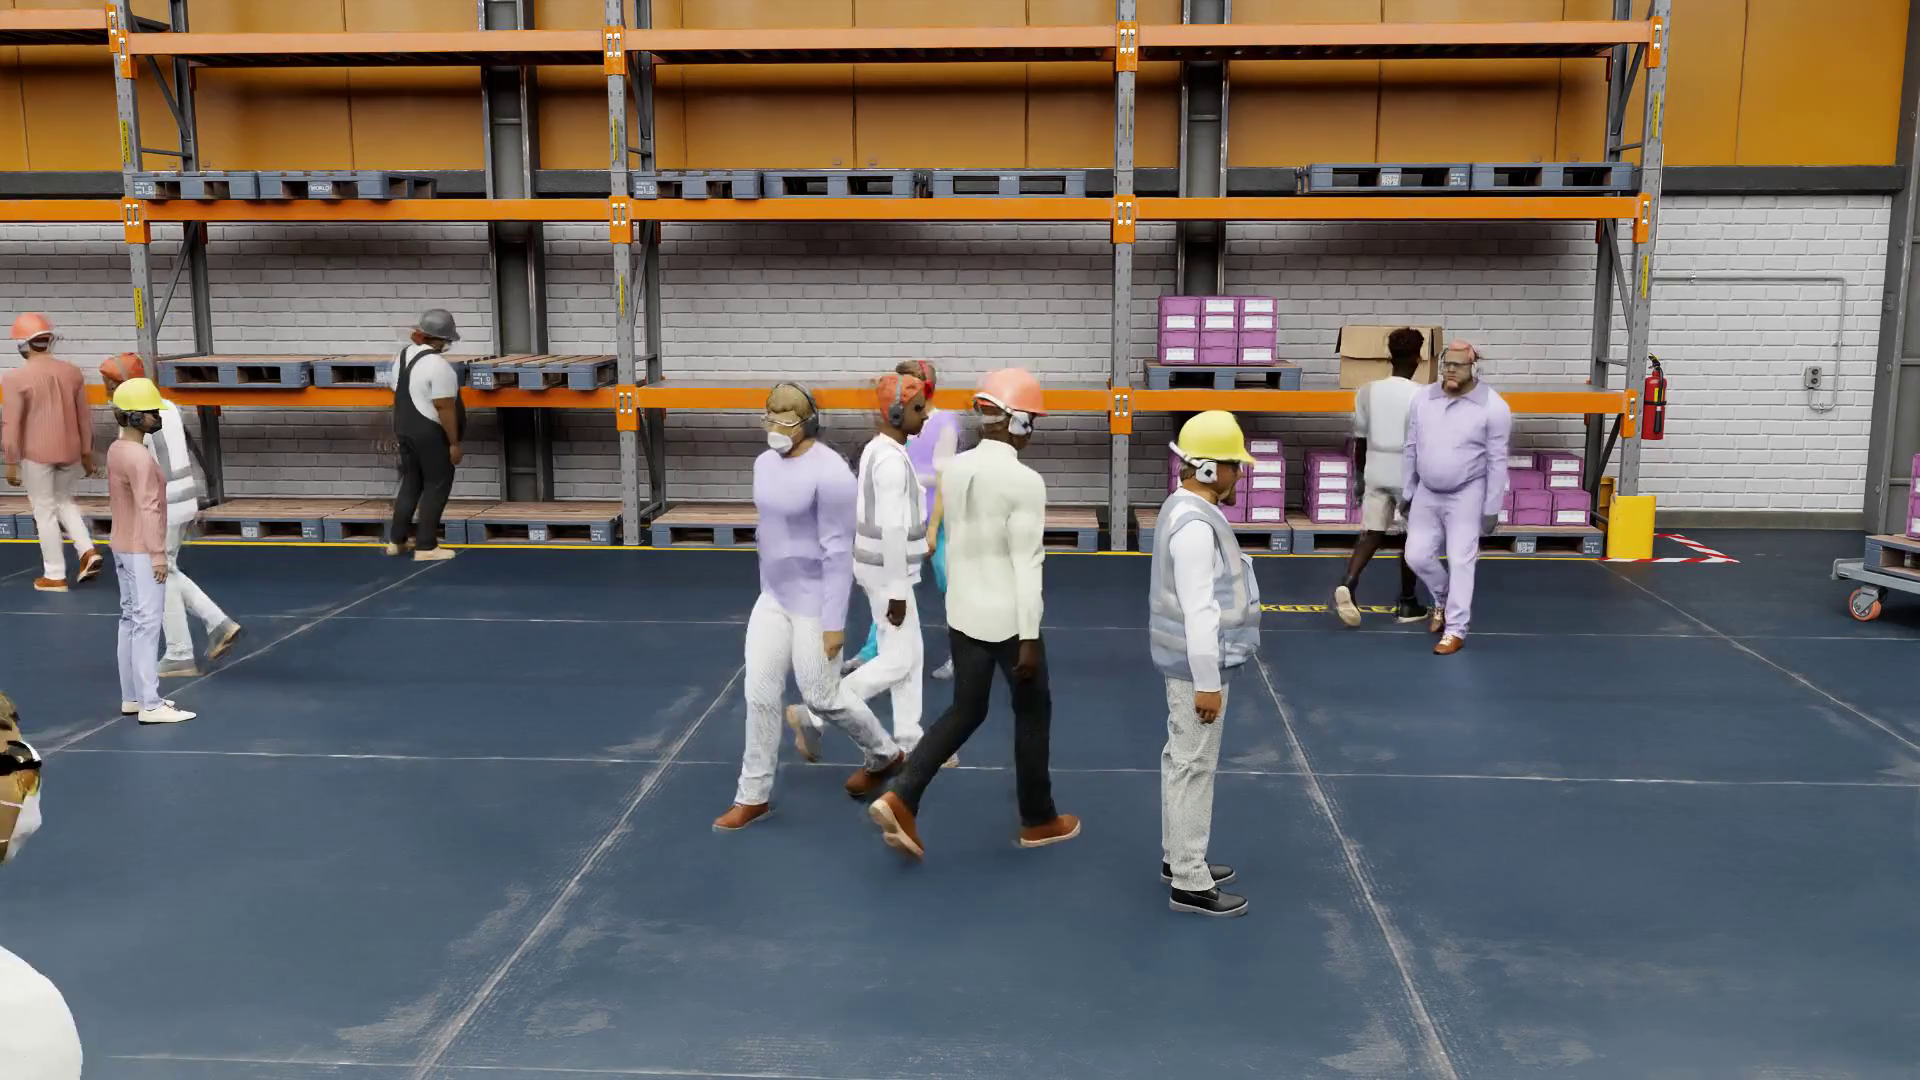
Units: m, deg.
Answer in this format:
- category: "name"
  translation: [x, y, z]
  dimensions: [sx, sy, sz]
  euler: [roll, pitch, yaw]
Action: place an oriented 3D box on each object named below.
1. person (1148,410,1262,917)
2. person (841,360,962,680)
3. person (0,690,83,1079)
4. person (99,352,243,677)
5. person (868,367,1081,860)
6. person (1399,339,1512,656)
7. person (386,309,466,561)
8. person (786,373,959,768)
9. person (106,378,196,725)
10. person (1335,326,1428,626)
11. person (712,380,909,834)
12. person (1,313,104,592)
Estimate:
- category: "person"
  translation: [0.891, 0.440, 6.081]
  dimensions: [0.404, 1.830, 0.588]
  euler: [0, 10, 3]
- category: "person"
  translation: [-0.279, -0.083, 9.195]
  dimensions: [0.925, 1.801, 0.593]
  euler: [-7, 12, -34]
- category: "person"
  translation: [-1.317, 1.097, 2.026]
  dimensions: [0.647, 1.913, 0.932]
  euler: [7, 12, 36]
- category: "person"
  translation: [-4.425, -0.126, 9.301]
  dimensions: [0.488, 1.856, 0.662]
  euler: [0, 10, -1]
- category: "person"
  translation: [0.074, 0.303, 6.528]
  dimensions: [0.888, 1.959, 0.635]
  euler: [-8, 12, -39]
- category: "person"
  translation: [2.965, -0.264, 10.009]
  dimensions: [0.677, 1.891, 0.479]
  euler: [9, 13, 41]
- category: "person"
  translation: [-4.169, -0.857, 13.056]
  dimensions: [0.835, 2.000, 0.538]
  euler: [8, 13, 39]
- category: "person"
  translation: [-0.400, 0.169, 7.589]
  dimensions: [0.739, 1.862, 0.581]
  euler: [-1, 10, -7]
- category: "person"
  translation: [-4.165, 0.055, 8.519]
  dimensions: [0.324, 1.767, 0.533]
  euler: [-8, 13, -41]
- category: "person"
  translation: [2.747, -0.394, 10.638]
  dimensions: [0.606, 1.943, 0.835]
  euler: [9, 14, 44]
- category: "person"
  translation: [-0.597, 0.260, 6.977]
  dimensions: [0.881, 1.898, 0.666]
  euler: [-8, 13, -39]
- category: "person"
  translation: [-6.435, -0.606, 11.750]
  dimensions: [0.472, 1.980, 0.641]
  euler: [4, 11, 23]
